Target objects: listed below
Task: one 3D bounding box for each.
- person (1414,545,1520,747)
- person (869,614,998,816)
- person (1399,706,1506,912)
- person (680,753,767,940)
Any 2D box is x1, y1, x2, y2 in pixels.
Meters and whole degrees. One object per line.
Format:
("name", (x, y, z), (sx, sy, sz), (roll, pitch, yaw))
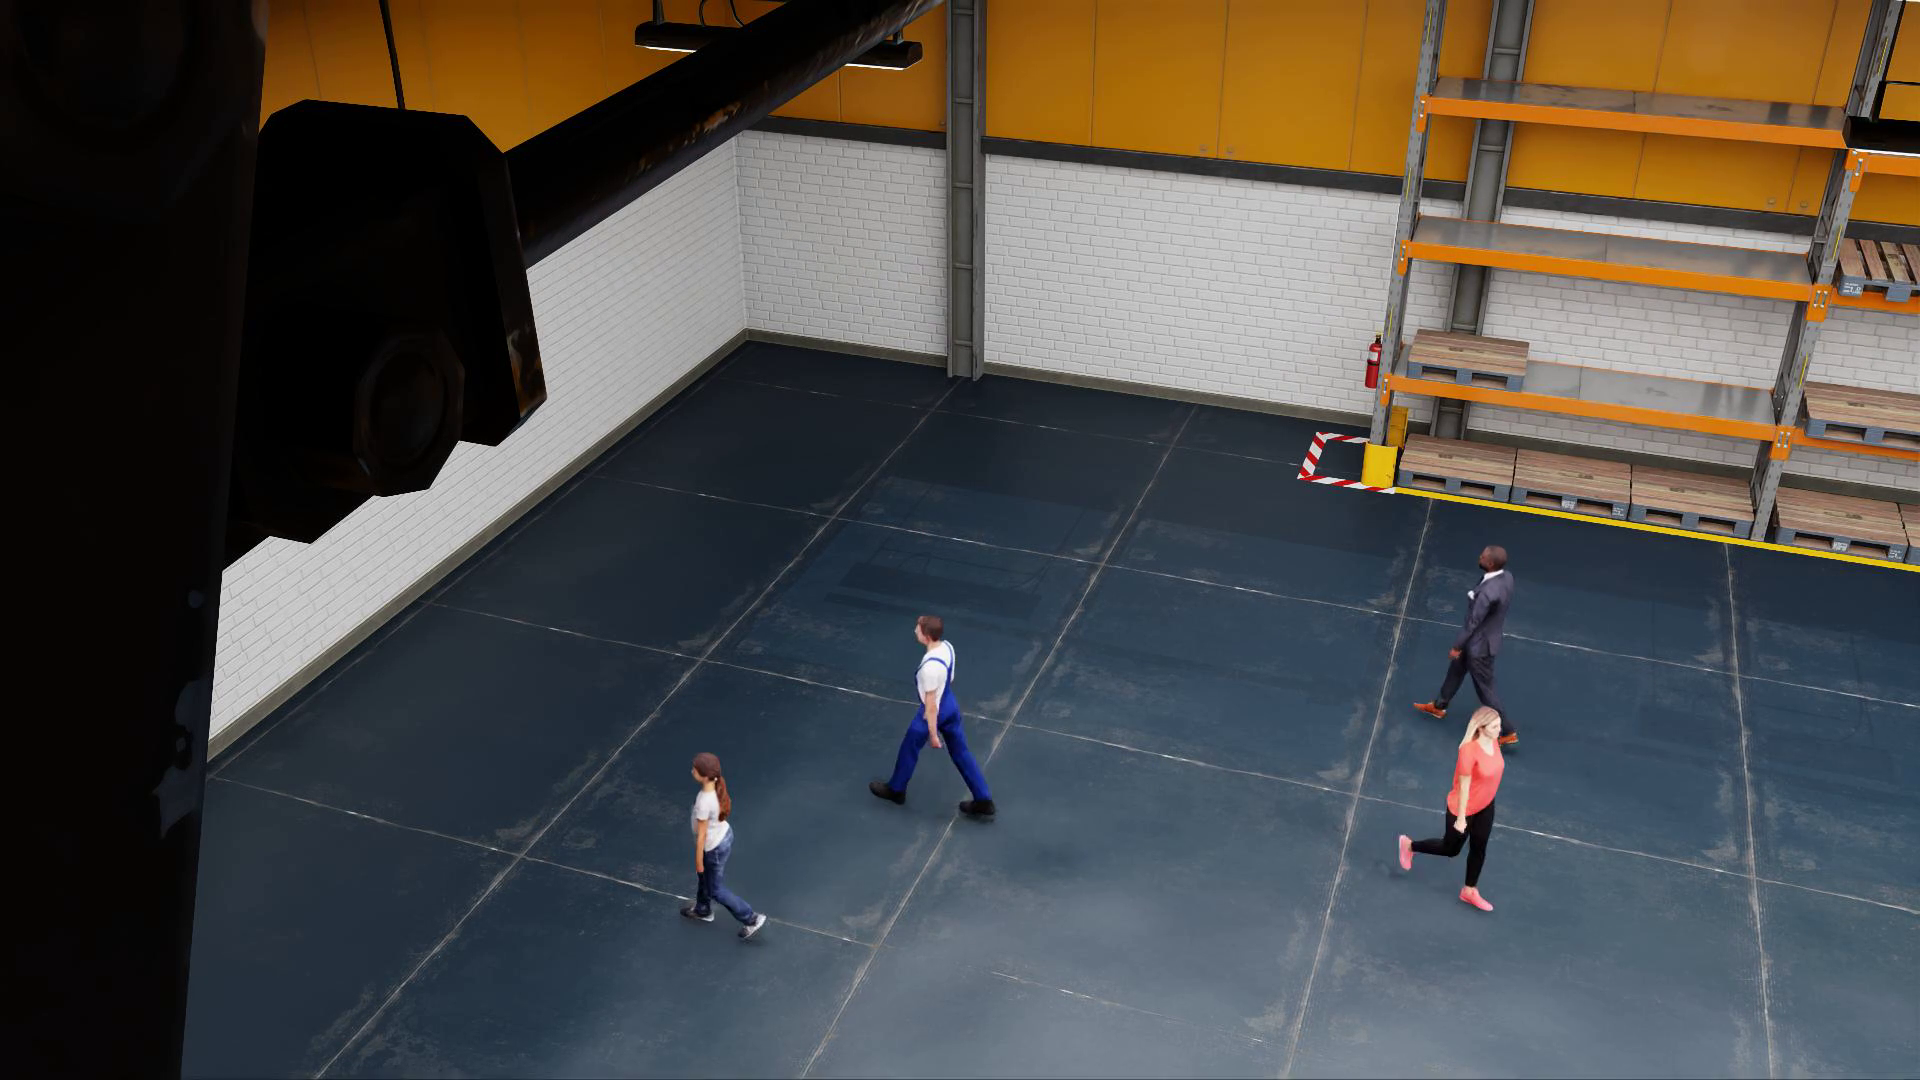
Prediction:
("person", (4.420, 0.902, 13.892), (1.246, 1.804, 0.851), (17, 33, 28))
("person", (-0.086, 1.405, 12.970), (1.305, 1.802, 0.715), (13, 31, 22))
("person", (3.642, 1.921, 12.155), (0.914, 1.678, 1.098), (-23, 36, -35))
("person", (-1.708, 2.177, 11.828), (0.959, 1.540, 0.612), (6, 29, 12))
